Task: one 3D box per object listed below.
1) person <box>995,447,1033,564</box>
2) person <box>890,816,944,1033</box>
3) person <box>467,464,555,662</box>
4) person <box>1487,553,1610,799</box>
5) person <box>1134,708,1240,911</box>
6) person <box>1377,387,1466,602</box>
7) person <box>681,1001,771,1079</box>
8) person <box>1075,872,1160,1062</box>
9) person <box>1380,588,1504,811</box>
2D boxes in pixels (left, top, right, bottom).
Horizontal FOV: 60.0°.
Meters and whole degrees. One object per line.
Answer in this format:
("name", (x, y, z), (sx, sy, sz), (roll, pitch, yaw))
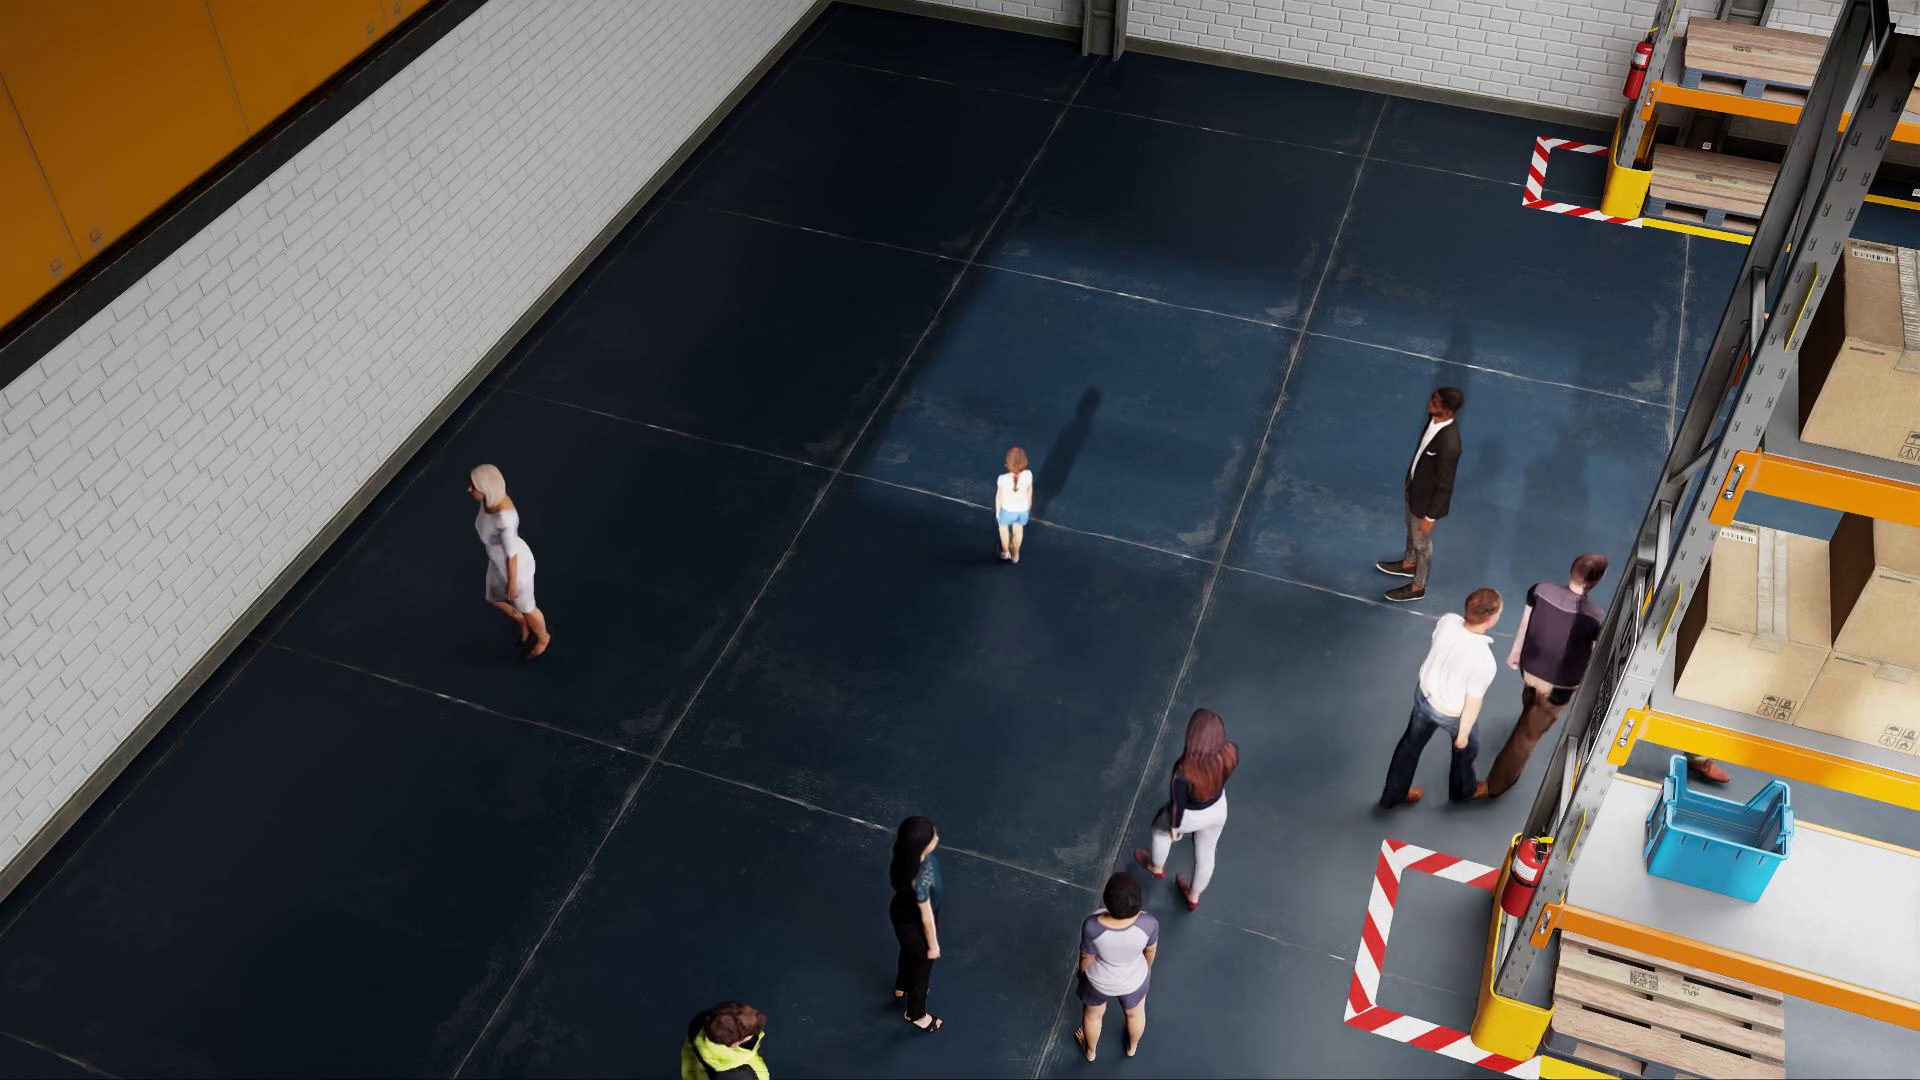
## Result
("person", (0.391, -0.213, 11.701), (0.454, 1.014, 0.543), (-6, 44, -7))
("person", (-0.231, 2.022, 8.831), (0.669, 1.736, 0.636), (-12, 45, -12))
("person", (-2.846, 0.127, 10.819), (0.754, 1.738, 0.677), (-24, 49, -23))
("person", (3.503, 0.847, 10.034), (1.148, 1.778, 1.218), (-30, 51, -27))
("person", (1.371, 1.571, 9.407), (0.804, 1.596, 0.861), (-16, 46, -16))
("person", (3.158, -0.319, 11.242), (0.666, 1.800, 0.729), (0, 44, 0))
("person", (-1.148, 2.790, 7.864), (0.996, 1.959, 0.918), (-26, 49, -25))
("person", (0.818, 2.247, 8.719), (0.583, 1.566, 0.697), (-2, 44, -3))
("person", (2.780, 1.008, 9.827), (1.103, 1.830, 1.021), (-14, 45, -14))
